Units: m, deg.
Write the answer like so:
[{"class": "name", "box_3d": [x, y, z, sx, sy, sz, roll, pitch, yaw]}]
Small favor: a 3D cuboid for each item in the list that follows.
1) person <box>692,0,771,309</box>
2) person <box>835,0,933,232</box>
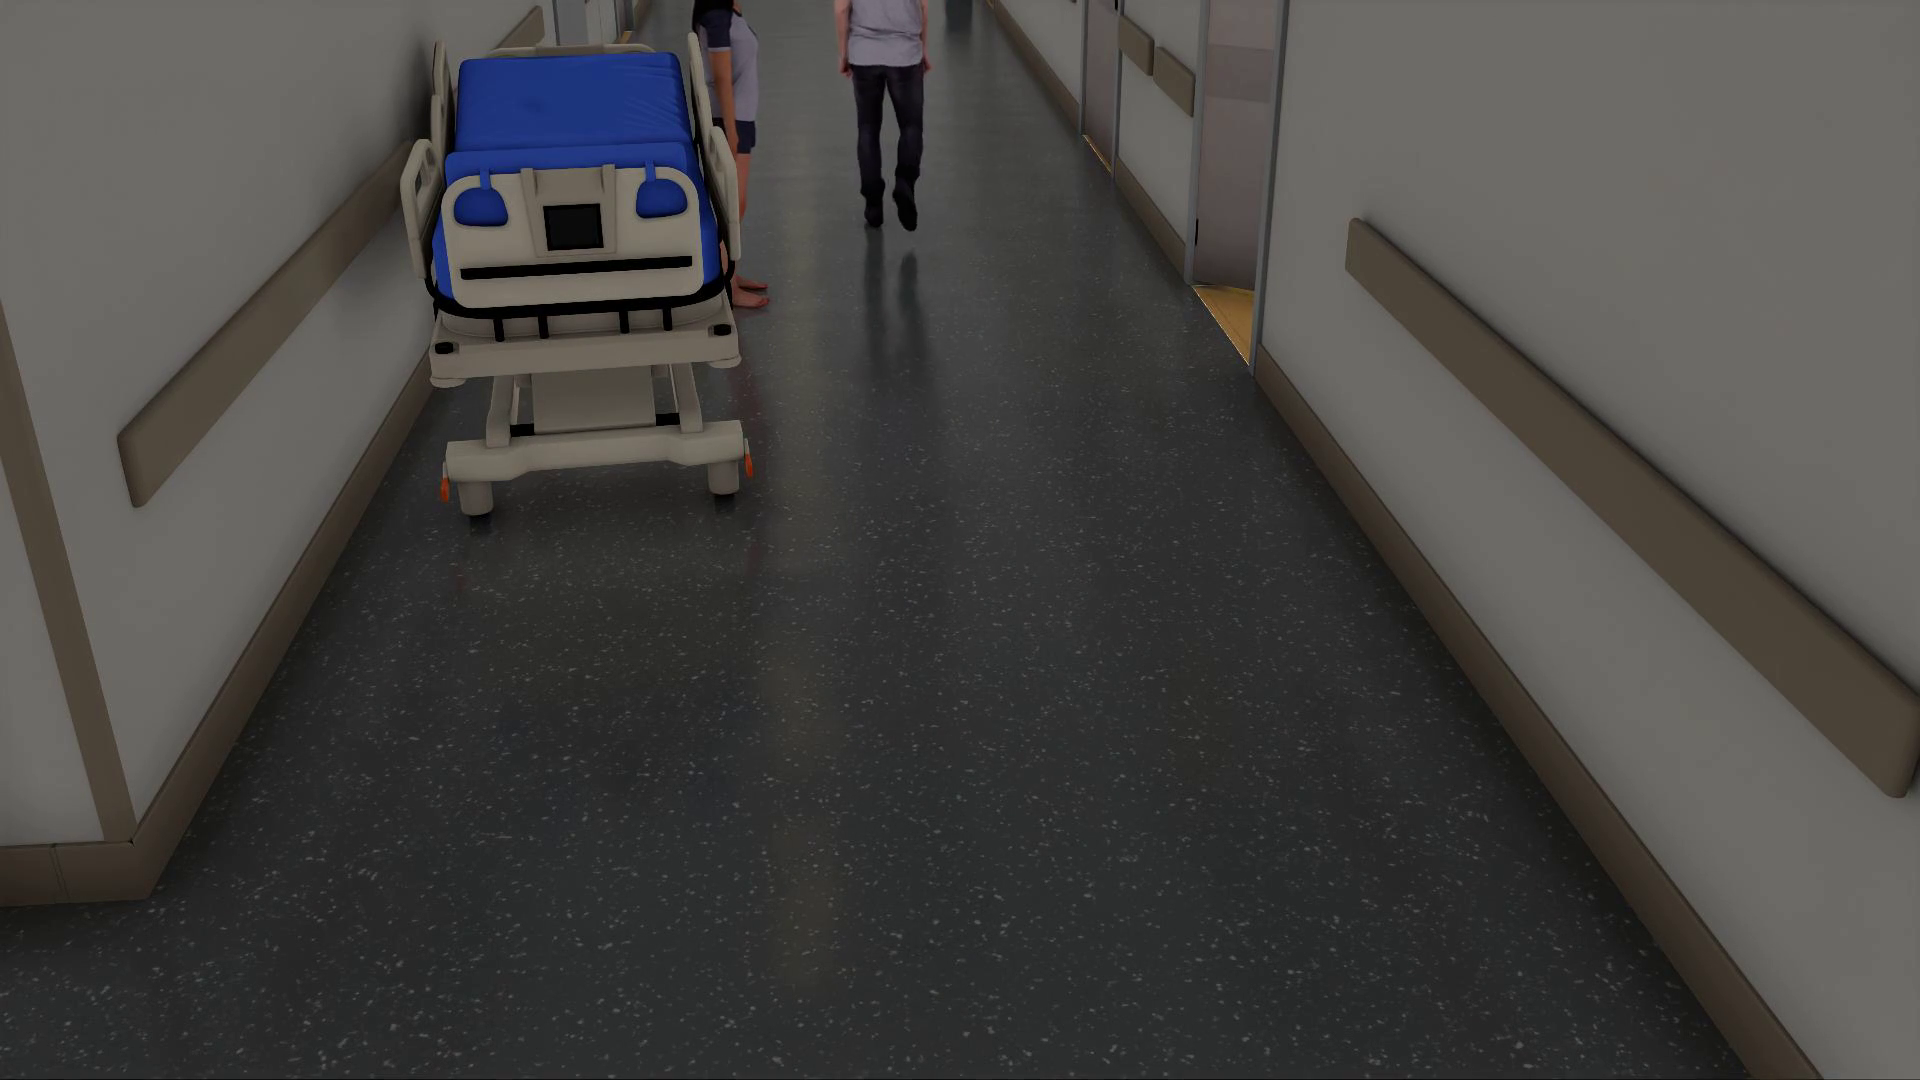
[{"class": "person", "box_3d": [-1.075, -1.965, 7.773, 0.512, 1.705, 0.588, -1, 26, -3]}, {"class": "person", "box_3d": [-0.393, -2.523, 8.806, 0.887, 1.815, 0.739, -1, 26, -3]}]
